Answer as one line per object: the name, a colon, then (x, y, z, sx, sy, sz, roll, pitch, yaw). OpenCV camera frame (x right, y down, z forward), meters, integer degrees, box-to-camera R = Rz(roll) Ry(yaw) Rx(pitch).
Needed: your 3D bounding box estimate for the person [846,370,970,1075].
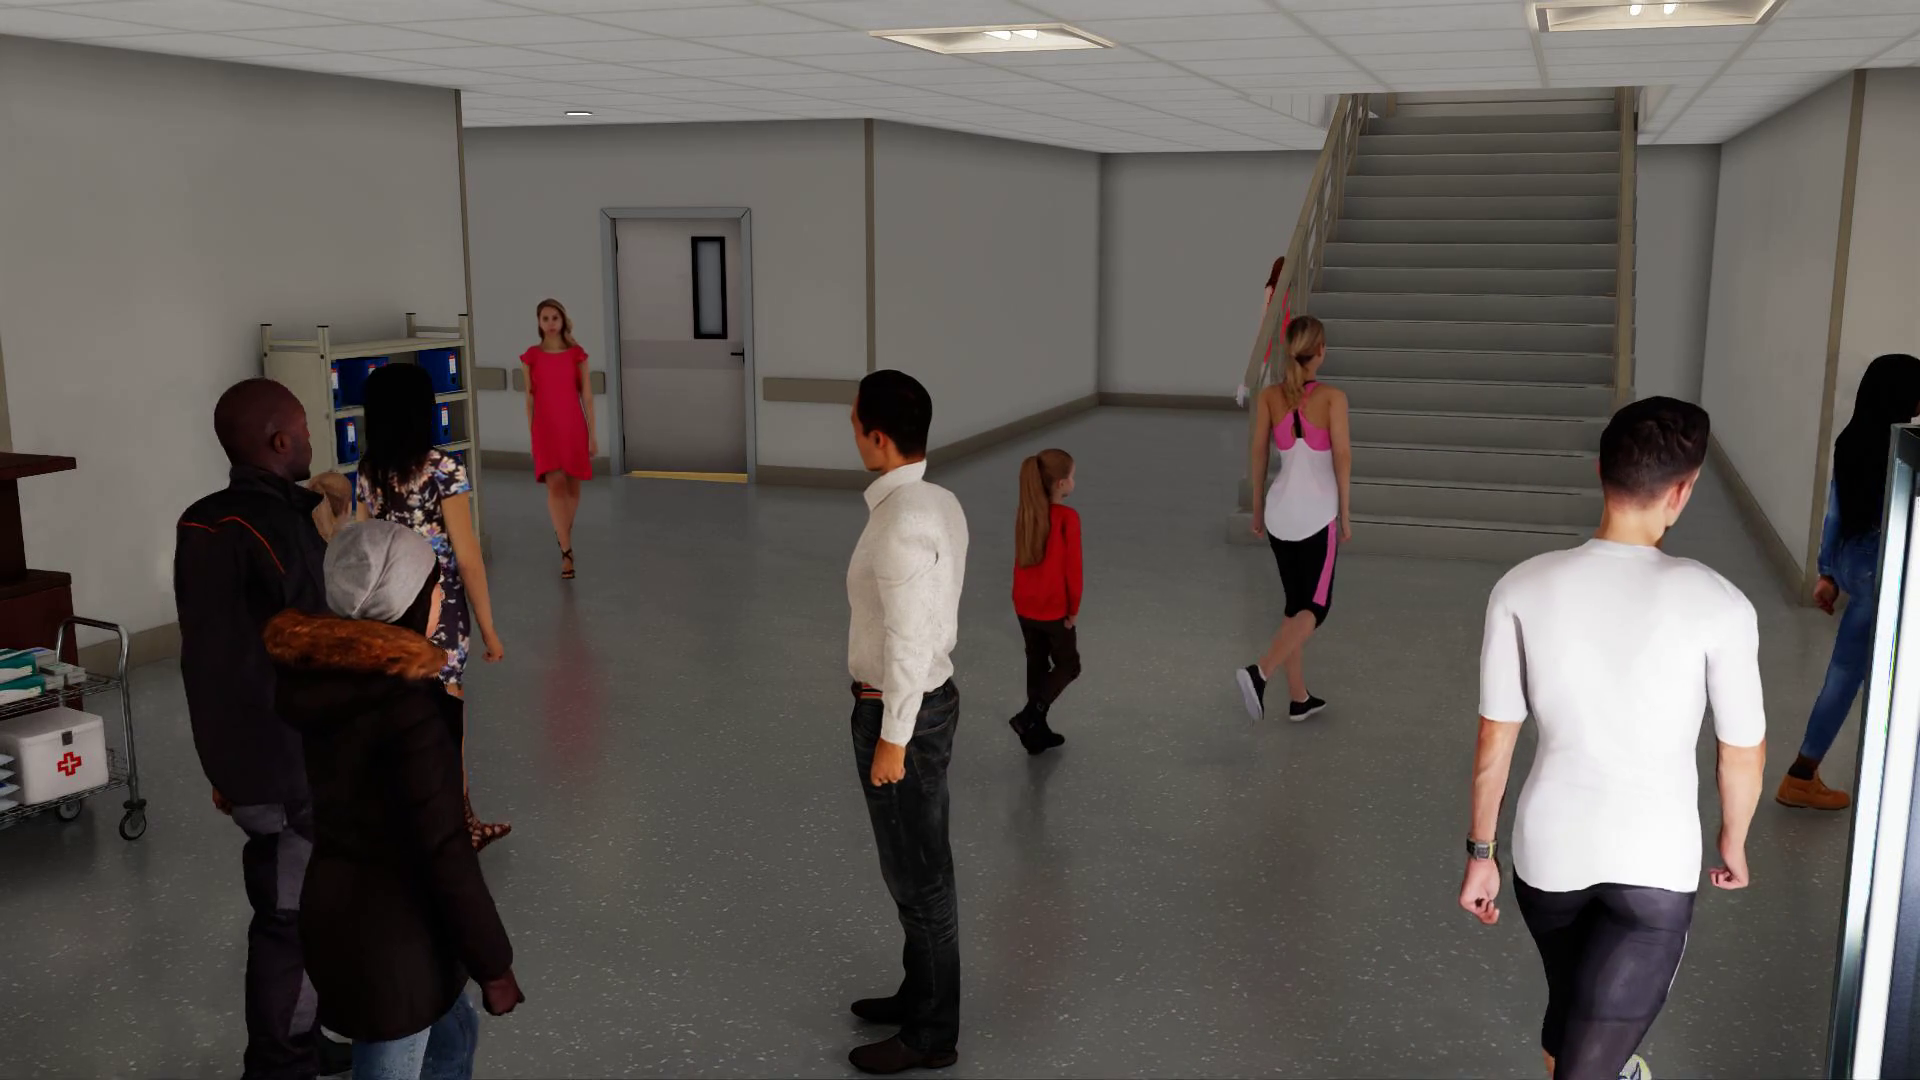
person: (-0.124, 0.466, 4.267, 0.772, 1.809, 0.586, 1, 11, 5)

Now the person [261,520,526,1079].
person: (-1.156, 0.771, 3.159, 0.860, 1.622, 0.805, -8, 14, -37)

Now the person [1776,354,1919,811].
person: (3.228, 0.188, 6.056, 0.916, 1.688, 0.969, -1, 11, -4)

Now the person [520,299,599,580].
person: (-2.494, -0.633, 10.385, 0.980, 1.687, 1.128, -3, 11, -17)

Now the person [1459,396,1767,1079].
person: (1.213, 0.672, 3.196, 0.950, 1.804, 1.289, 8, 13, 37)

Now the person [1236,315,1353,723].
person: (1.408, -0.043, 7.055, 0.852, 1.769, 1.065, 9, 14, 40)

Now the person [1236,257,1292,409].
person: (3.360, -2.142, 18.020, 1.012, 1.804, 0.986, -8, 14, -37)

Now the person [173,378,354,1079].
person: (-1.670, 0.543, 3.854, 0.826, 1.811, 0.836, 10, 15, 42)

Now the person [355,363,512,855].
person: (-1.763, 0.328, 5.289, 0.681, 1.699, 1.128, 6, 12, 28)

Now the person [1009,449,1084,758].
person: (0.312, 0.278, 6.702, 0.631, 1.270, 0.759, 9, 14, 39)
